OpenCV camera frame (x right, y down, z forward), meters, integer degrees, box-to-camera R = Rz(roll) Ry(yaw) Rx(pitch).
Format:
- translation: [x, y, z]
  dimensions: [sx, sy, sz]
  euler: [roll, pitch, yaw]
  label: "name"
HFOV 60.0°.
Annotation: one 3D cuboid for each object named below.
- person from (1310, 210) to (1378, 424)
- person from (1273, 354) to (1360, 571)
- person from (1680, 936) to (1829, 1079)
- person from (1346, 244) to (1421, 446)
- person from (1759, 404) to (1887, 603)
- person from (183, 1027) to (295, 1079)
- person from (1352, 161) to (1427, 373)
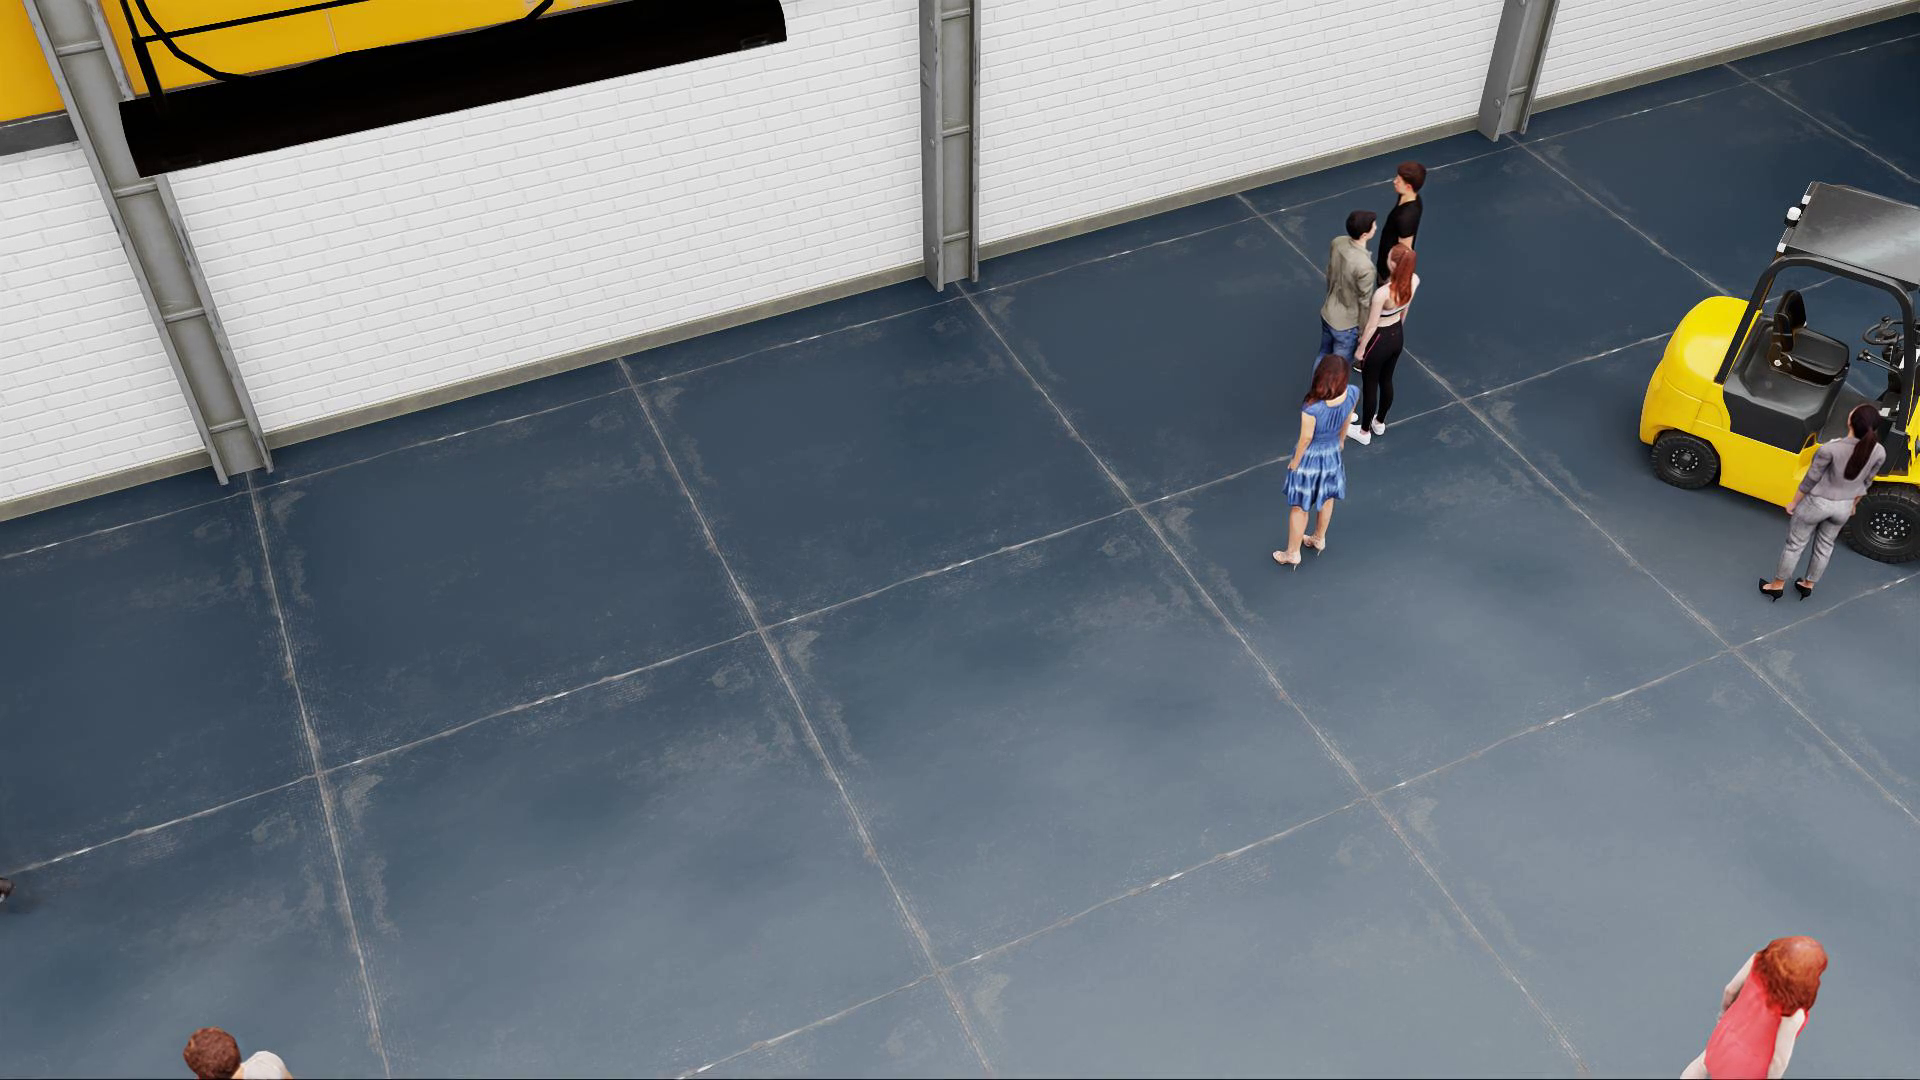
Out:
- translation: [2.910, -1.698, 12.658]
  dimensions: [0.585, 1.865, 0.717]
  euler: [-15, 46, -15]
  label: "person"
- translation: [2.455, -0.539, 11.485]
  dimensions: [0.548, 1.806, 0.756]
  euler: [-25, 49, -24]
  label: "person"
- translation: [3.888, 2.519, 8.259]
  dimensions: [0.592, 1.827, 0.653]
  euler: [-7, 44, -7]
  label: "person"
- translation: [3.193, -1.475, 12.514]
  dimensions: [0.511, 1.740, 0.677]
  euler: [-25, 49, -24]
  label: "person"
- translation: [5.847, -0.229, 11.252]
  dimensions: [0.661, 1.677, 0.773]
  euler: [1, 44, 1]
  label: "person"
- translation: [-3.257, 2.874, 7.837]
  dimensions: [0.802, 1.895, 0.698]
  euler: [21, 47, 20]
  label: "person"
- translation: [3.437, -2.156, 13.142]
  dimensions: [0.788, 1.861, 0.764]
  euler: [8, 44, 8]
  label: "person"
